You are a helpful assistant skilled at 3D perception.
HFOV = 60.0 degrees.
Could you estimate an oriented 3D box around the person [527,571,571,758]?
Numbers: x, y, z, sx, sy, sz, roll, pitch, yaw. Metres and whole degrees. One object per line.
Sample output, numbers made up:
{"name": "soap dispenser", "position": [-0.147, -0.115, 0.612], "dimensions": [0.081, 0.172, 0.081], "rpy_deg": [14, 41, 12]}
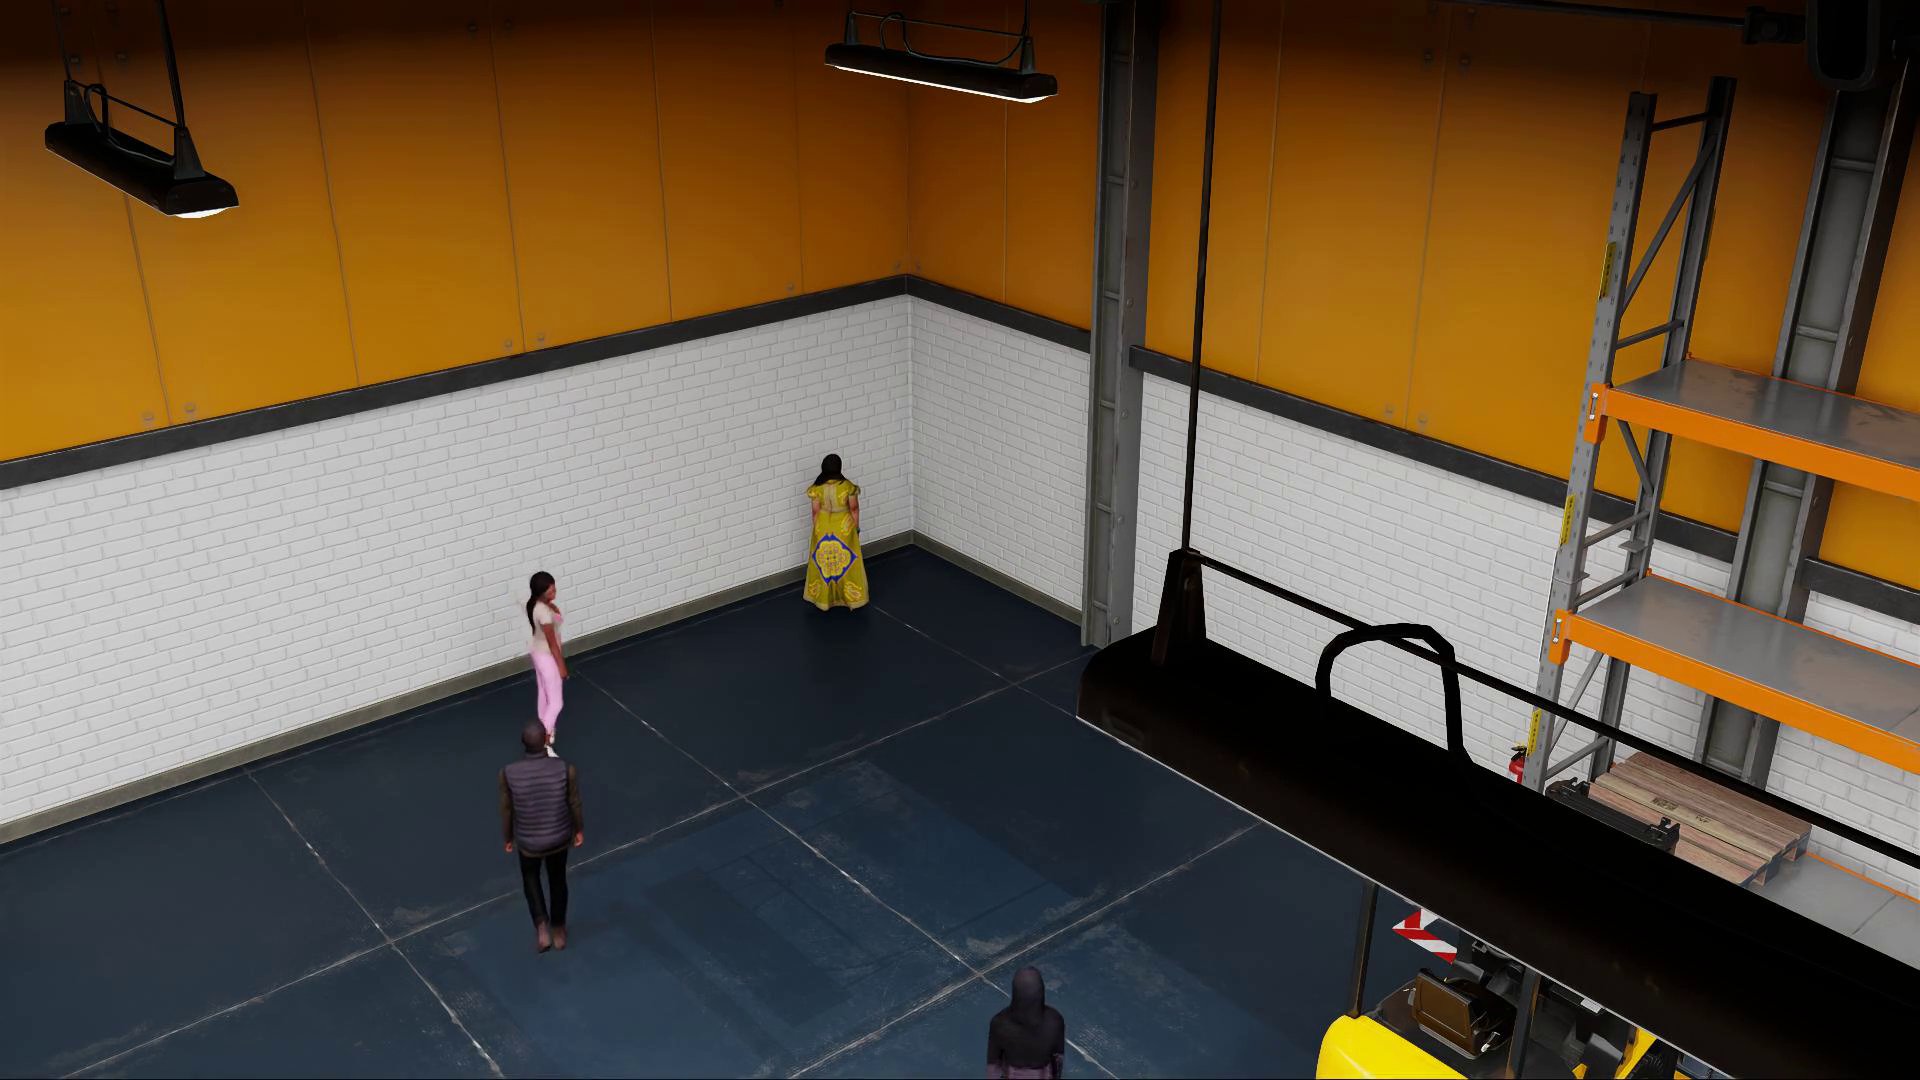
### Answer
{"name": "person", "position": [-3.537, 0.997, 14.109], "dimensions": [0.895, 1.721, 0.597], "rpy_deg": [-20, 31, -38]}

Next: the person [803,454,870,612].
{"name": "person", "position": [-1.251, -0.080, 16.651], "dimensions": [0.998, 1.659, 1.039], "rpy_deg": [0, 24, 0]}

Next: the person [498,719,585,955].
{"name": "person", "position": [-2.878, 2.098, 11.460], "dimensions": [0.883, 1.827, 0.949], "rpy_deg": [-5, 24, -12]}

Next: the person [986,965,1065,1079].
{"name": "person", "position": [0.369, 3.118, 9.401], "dimensions": [0.847, 1.606, 0.930], "rpy_deg": [-1, 24, -2]}
